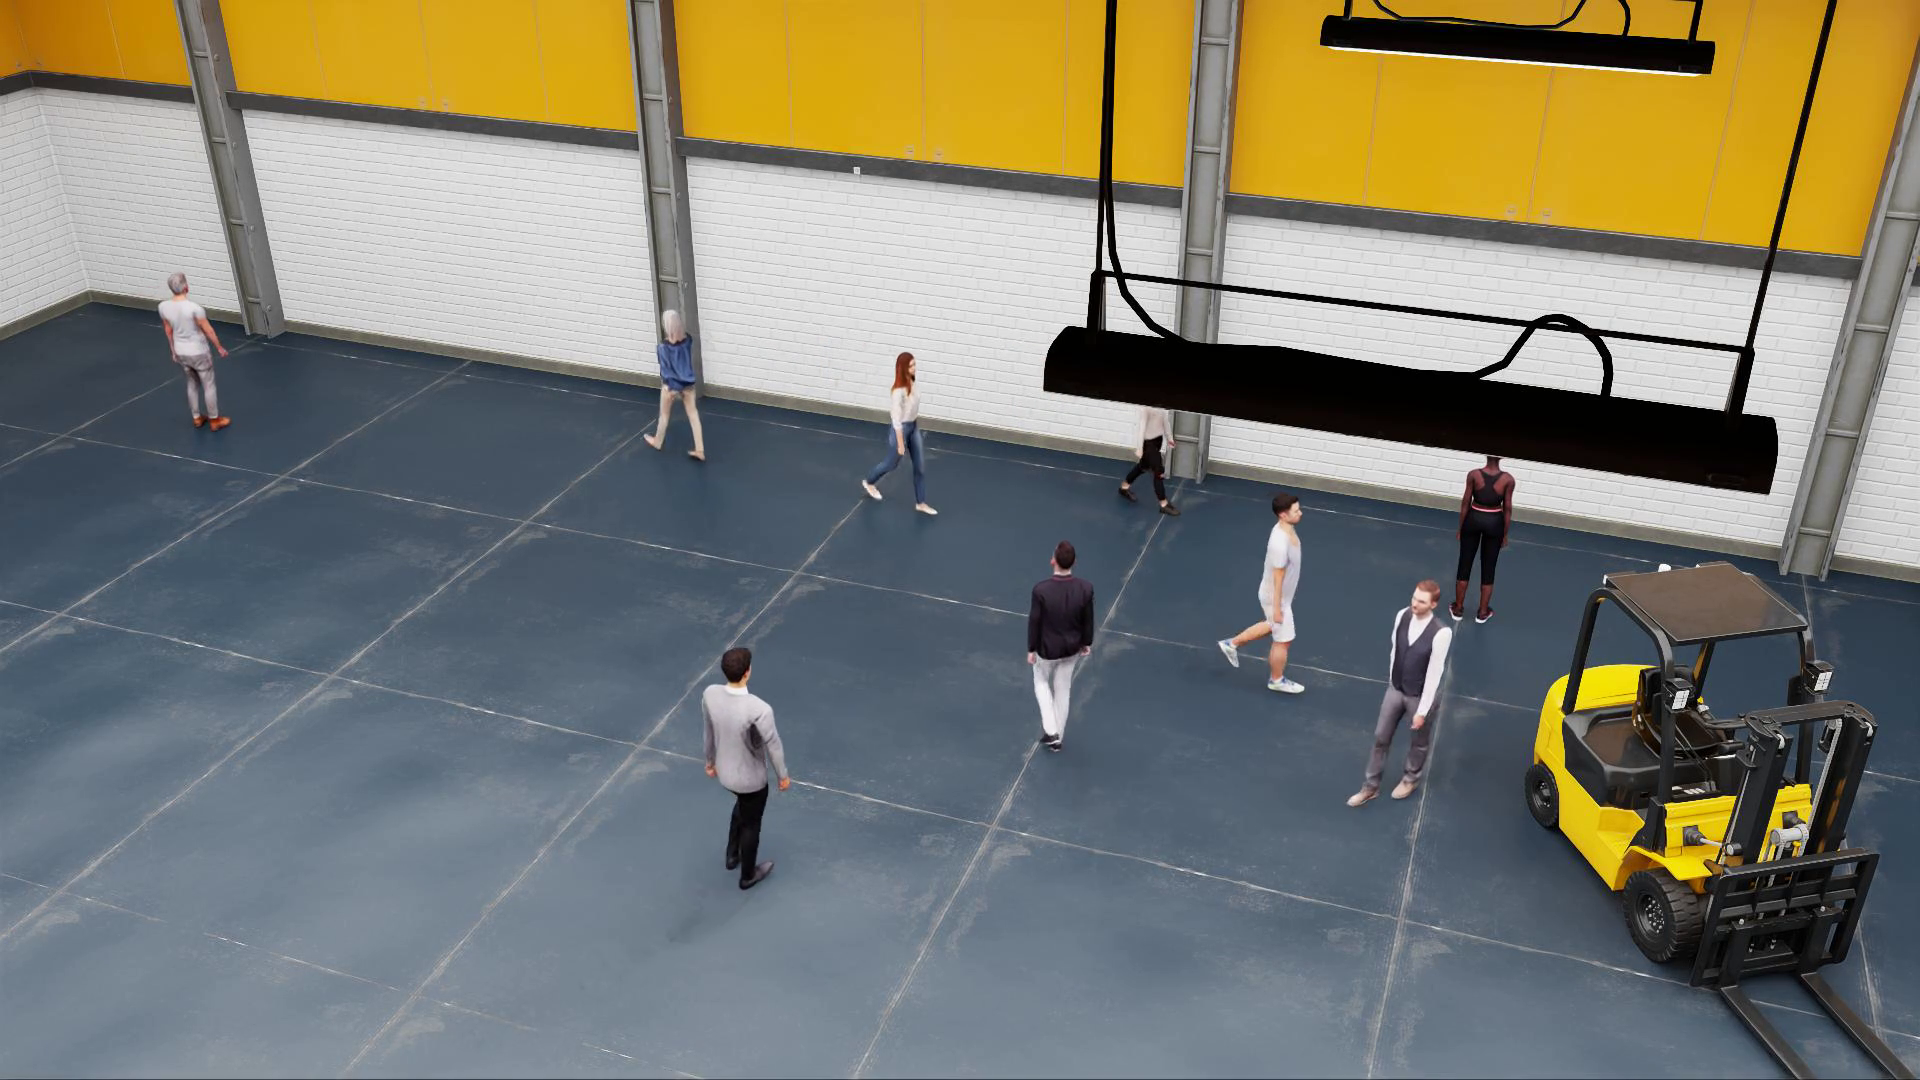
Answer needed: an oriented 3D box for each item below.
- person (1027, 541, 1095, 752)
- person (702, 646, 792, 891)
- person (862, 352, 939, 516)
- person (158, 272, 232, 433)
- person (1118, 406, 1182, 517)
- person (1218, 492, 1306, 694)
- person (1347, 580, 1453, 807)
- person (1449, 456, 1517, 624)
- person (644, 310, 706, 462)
[{"bbox_3d":[0.773,0.887,12.867,0.762,1.833,0.866,-4,29,-7],"label":"person"},{"bbox_3d":[-1.548,1.628,11.425,0.700,1.912,0.882,19,34,31],"label":"person"},{"bbox_3d":[-0.637,-1.078,16.615,1.162,1.694,0.748,17,33,29],"label":"person"},{"bbox_3d":[-8.415,-2.039,18.240,0.613,1.823,0.795,6,29,11],"label":"person"},{"bbox_3d":[1.864,-0.983,16.693,1.019,1.451,0.686,17,33,28],"label":"person"},{"bbox_3d":[2.531,0.433,13.694,0.996,1.836,0.716,8,30,14],"label":"person"},{"bbox_3d":[3.442,1.106,12.380,0.981,1.915,0.990,-22,36,-35],"label":"person"},{"bbox_3d":[4.624,-0.088,14.731,0.457,1.758,0.647,9,30,17],"label":"person"},{"bbox_3d":[-2.918,-1.609,17.613,1.095,1.669,0.857,23,36,36],"label":"person"}]
